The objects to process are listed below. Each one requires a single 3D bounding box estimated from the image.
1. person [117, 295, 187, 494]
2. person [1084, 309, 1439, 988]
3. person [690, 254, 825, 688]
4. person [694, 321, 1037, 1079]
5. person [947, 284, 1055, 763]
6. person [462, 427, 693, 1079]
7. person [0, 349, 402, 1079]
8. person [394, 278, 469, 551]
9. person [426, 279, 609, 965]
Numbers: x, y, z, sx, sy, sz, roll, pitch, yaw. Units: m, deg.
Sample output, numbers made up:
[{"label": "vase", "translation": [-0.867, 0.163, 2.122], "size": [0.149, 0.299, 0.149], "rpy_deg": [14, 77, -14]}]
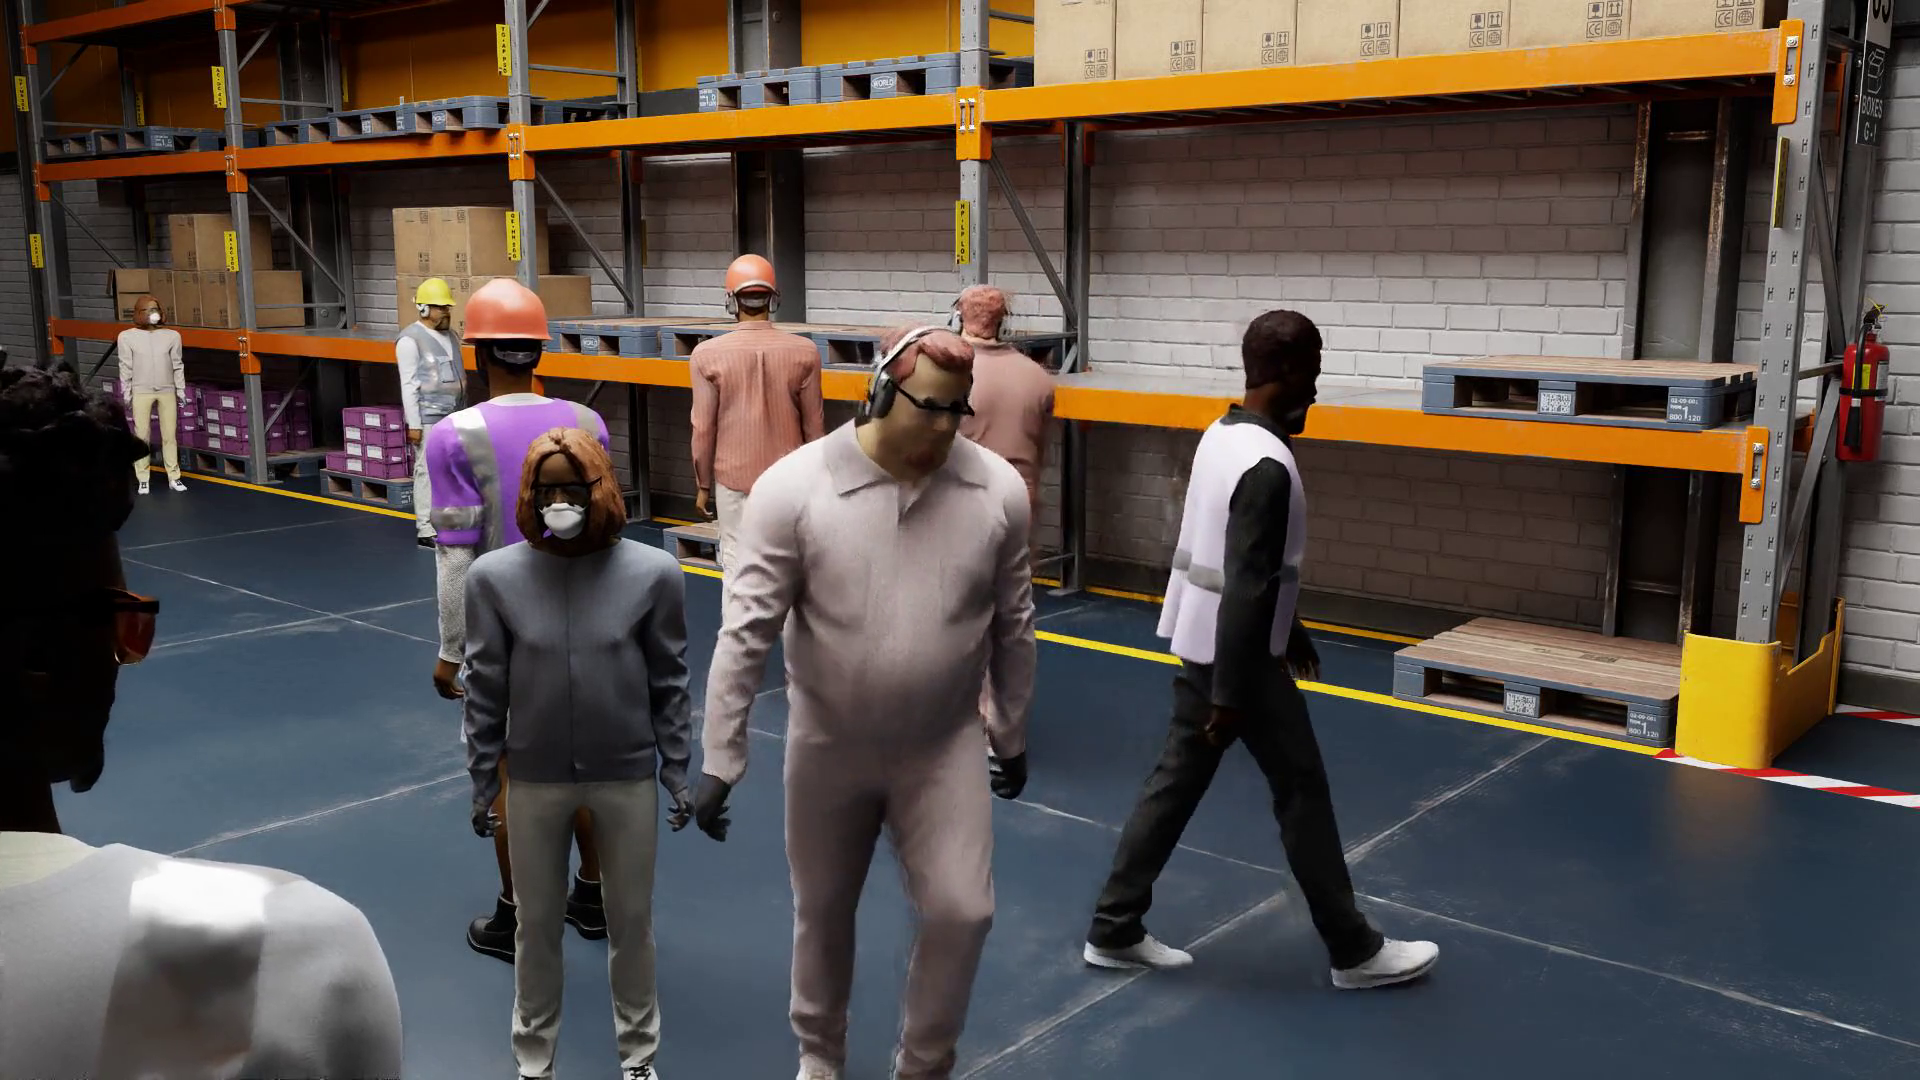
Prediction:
[{"label": "person", "translation": [-6.670, -1.200, 13.771], "size": [0.500, 1.634, 0.281], "rpy_deg": [-8, 13, -38]}, {"label": "person", "translation": [0.790, 0.311, 4.551], "size": [0.966, 1.862, 0.589], "rpy_deg": [-1, 10, -6]}, {"label": "person", "translation": [-0.909, -0.283, 7.523], "size": [0.611, 1.995, 0.377], "rpy_deg": [-3, 10, -16]}, {"label": "person", "translation": [-0.203, 0.459, 3.667], "size": [0.789, 1.864, 0.632], "rpy_deg": [-2, 10, -9]}, {"label": "person", "translation": [0.054, -0.066, 6.619], "size": [0.658, 1.880, 0.567], "rpy_deg": [-6, 11, -30]}, {"label": "person", "translation": [-0.863, 0.551, 3.798], "size": [0.506, 1.632, 0.268], "rpy_deg": [-2, 10, -9]}, {"label": "person", "translation": [-0.676, 0.837, 1.235], "size": [0.607, 1.962, 0.373], "rpy_deg": [-1, 10, -5]}, {"label": "person", "translation": [-3.519, -0.842, 11.204], "size": [0.403, 1.823, 0.580], "rpy_deg": [3, 11, 19]}, {"label": "person", "translation": [-1.256, 0.233, 4.751], "size": [0.552, 1.934, 0.373], "rpy_deg": [-9, 14, -42]}]
